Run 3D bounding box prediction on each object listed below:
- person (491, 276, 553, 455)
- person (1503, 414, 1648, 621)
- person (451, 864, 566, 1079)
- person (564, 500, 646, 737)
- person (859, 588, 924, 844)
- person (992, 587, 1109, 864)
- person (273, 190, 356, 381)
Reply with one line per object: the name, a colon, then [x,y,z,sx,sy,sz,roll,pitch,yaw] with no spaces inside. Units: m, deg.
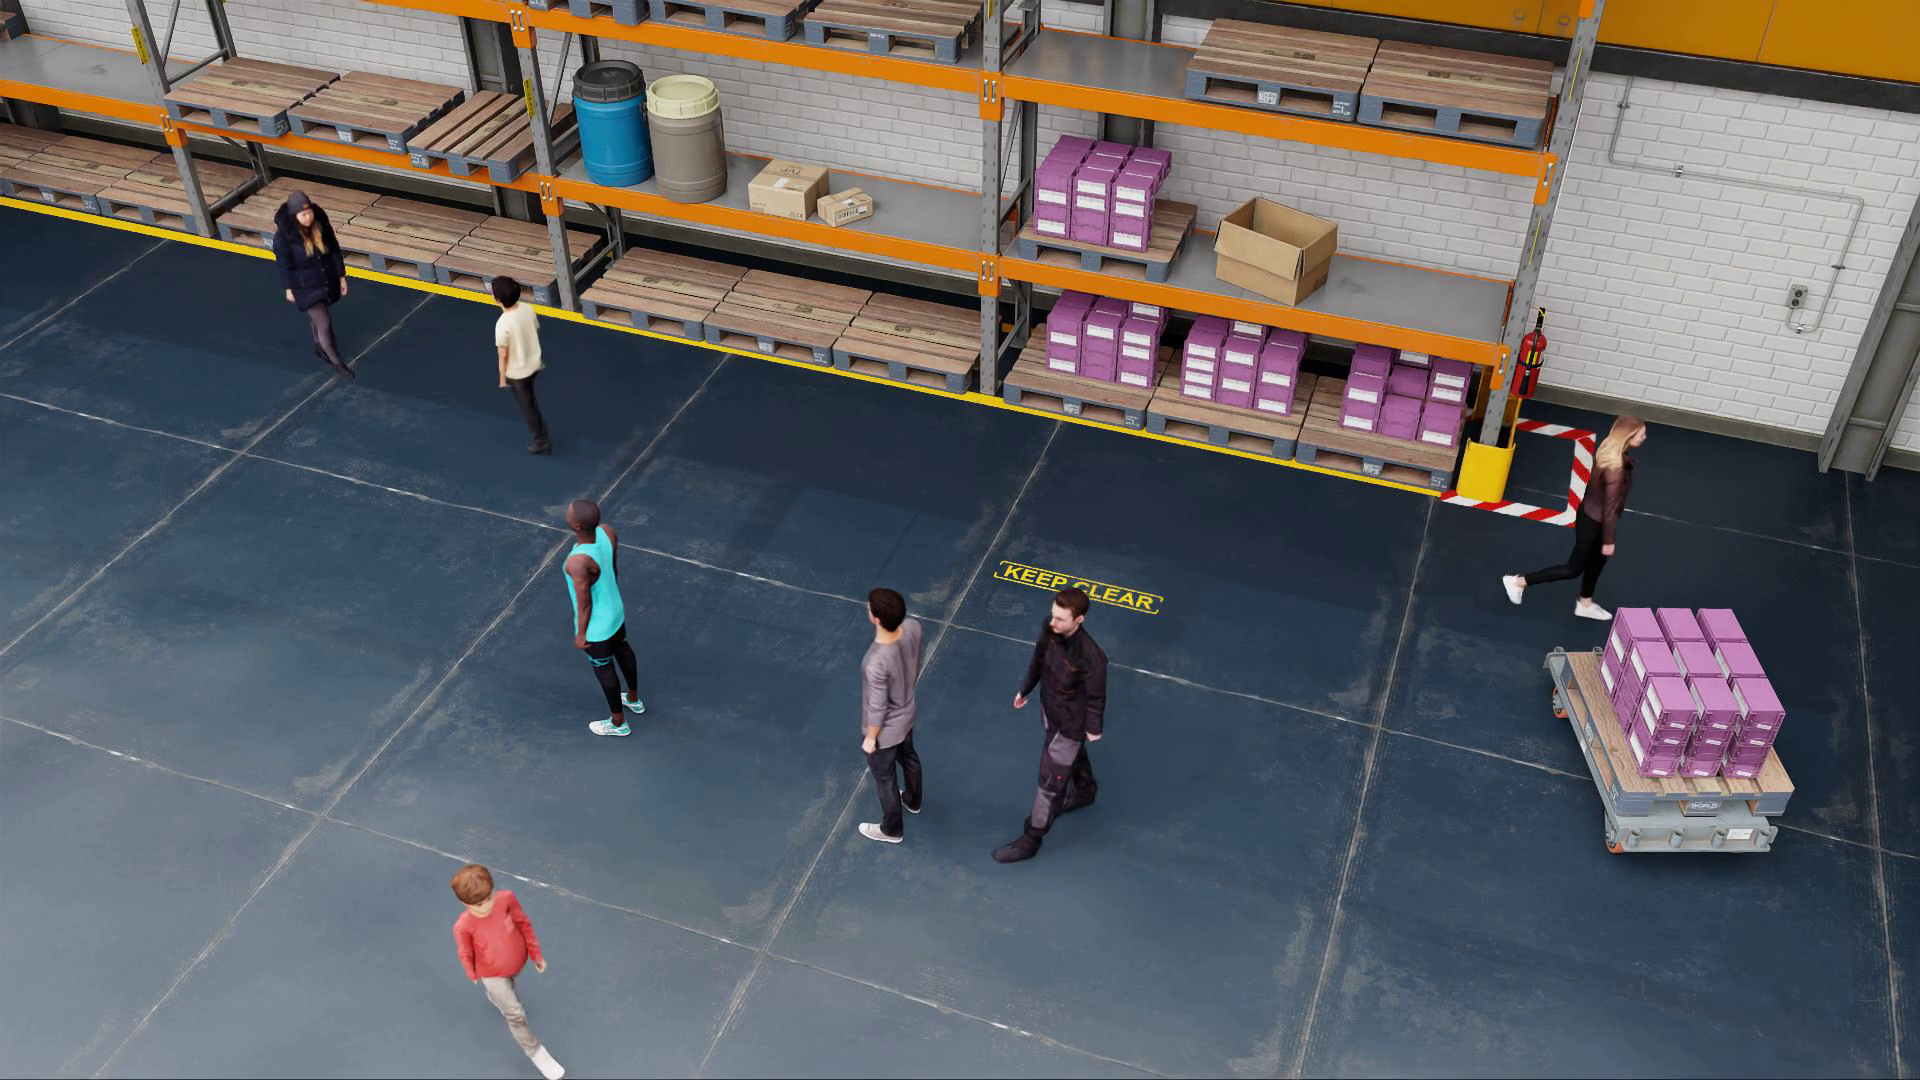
person: [-3.294,-1.297,12.742,0.534,1.577,0.597,14,41,17]
person: [4.184,-0.129,11.196,1.015,1.682,0.649,9,40,11]
person: [-2.409,2.130,8.612,1.029,1.376,0.743,29,47,31]
person: [-2.221,0.478,10.333,0.492,1.811,0.602,13,41,16]
person: [-0.397,1.007,9.637,0.582,1.853,0.698,18,42,21]
person: [0.651,0.985,9.642,1.155,1.879,1.105,-18,42,-21]
person: [-5.403,-2.155,13.765,1.009,1.642,0.827,27,46,30]
